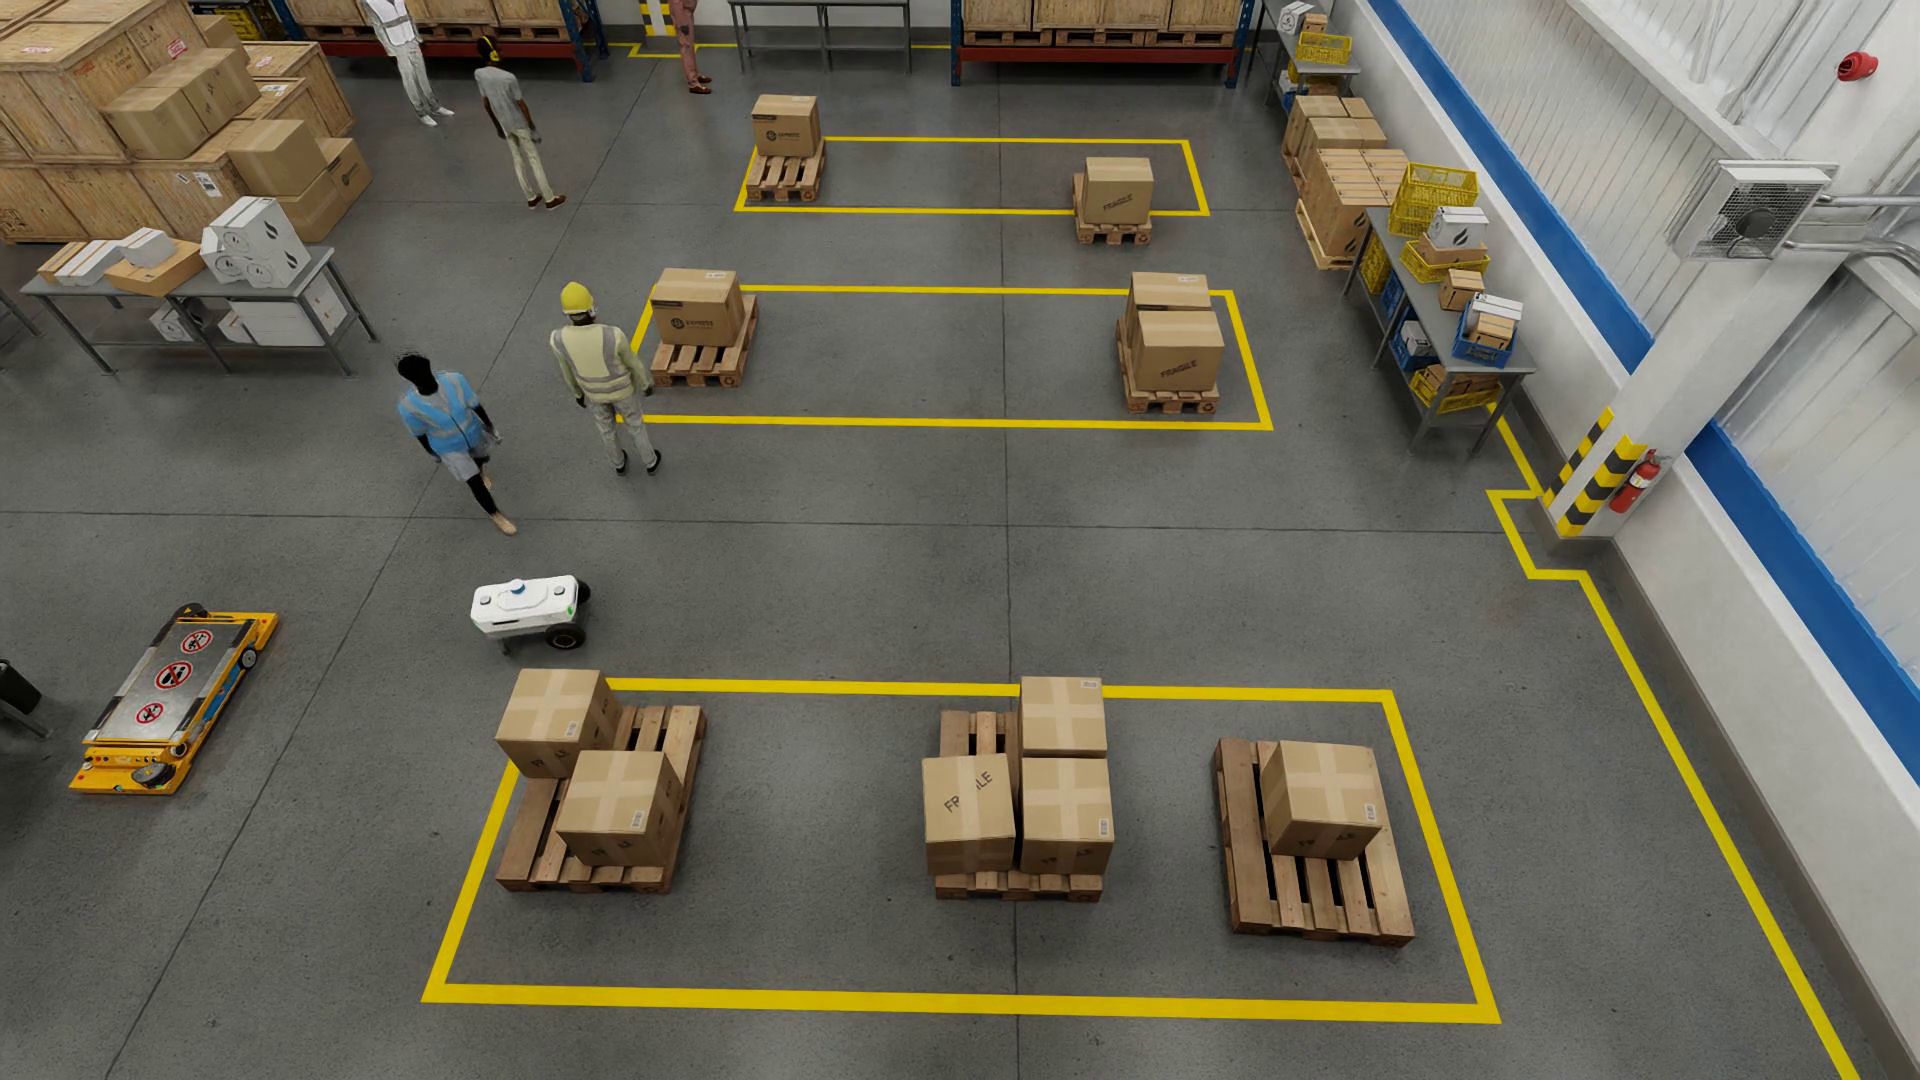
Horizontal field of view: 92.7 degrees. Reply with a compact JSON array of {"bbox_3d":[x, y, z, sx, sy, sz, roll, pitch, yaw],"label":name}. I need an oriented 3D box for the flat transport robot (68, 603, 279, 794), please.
[{"bbox_3d":[-5.504,1.072,6.442,0.652,0.197,1.431,1,50,1],"label":"flat transport robot"}]

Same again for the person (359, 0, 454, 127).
[{"bbox_3d":[-7.055,-6.287,11.596,0.390,1.922,0.593,16,52,13],"label":"person"}]

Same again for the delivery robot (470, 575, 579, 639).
[{"bbox_3d":[-3.167,0.470,6.707,0.707,0.478,0.477,-7,50,-6],"label":"delivery robot"}]

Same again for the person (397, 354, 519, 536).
[{"bbox_3d":[-3.945,-0.821,7.135,0.802,1.662,0.530,29,56,22],"label":"person"}]

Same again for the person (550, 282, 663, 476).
[{"bbox_3d":[-2.835,-1.249,7.397,0.601,1.824,0.403,0,50,0],"label":"person"}]

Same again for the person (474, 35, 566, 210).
[{"bbox_3d":[-4.953,-4.607,10.211,0.513,1.865,0.329,10,50,8],"label":"person"}]

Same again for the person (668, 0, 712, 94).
[{"bbox_3d":[-3.659,-7.012,12.218,0.401,1.910,0.641,-5,50,-4],"label":"person"}]
